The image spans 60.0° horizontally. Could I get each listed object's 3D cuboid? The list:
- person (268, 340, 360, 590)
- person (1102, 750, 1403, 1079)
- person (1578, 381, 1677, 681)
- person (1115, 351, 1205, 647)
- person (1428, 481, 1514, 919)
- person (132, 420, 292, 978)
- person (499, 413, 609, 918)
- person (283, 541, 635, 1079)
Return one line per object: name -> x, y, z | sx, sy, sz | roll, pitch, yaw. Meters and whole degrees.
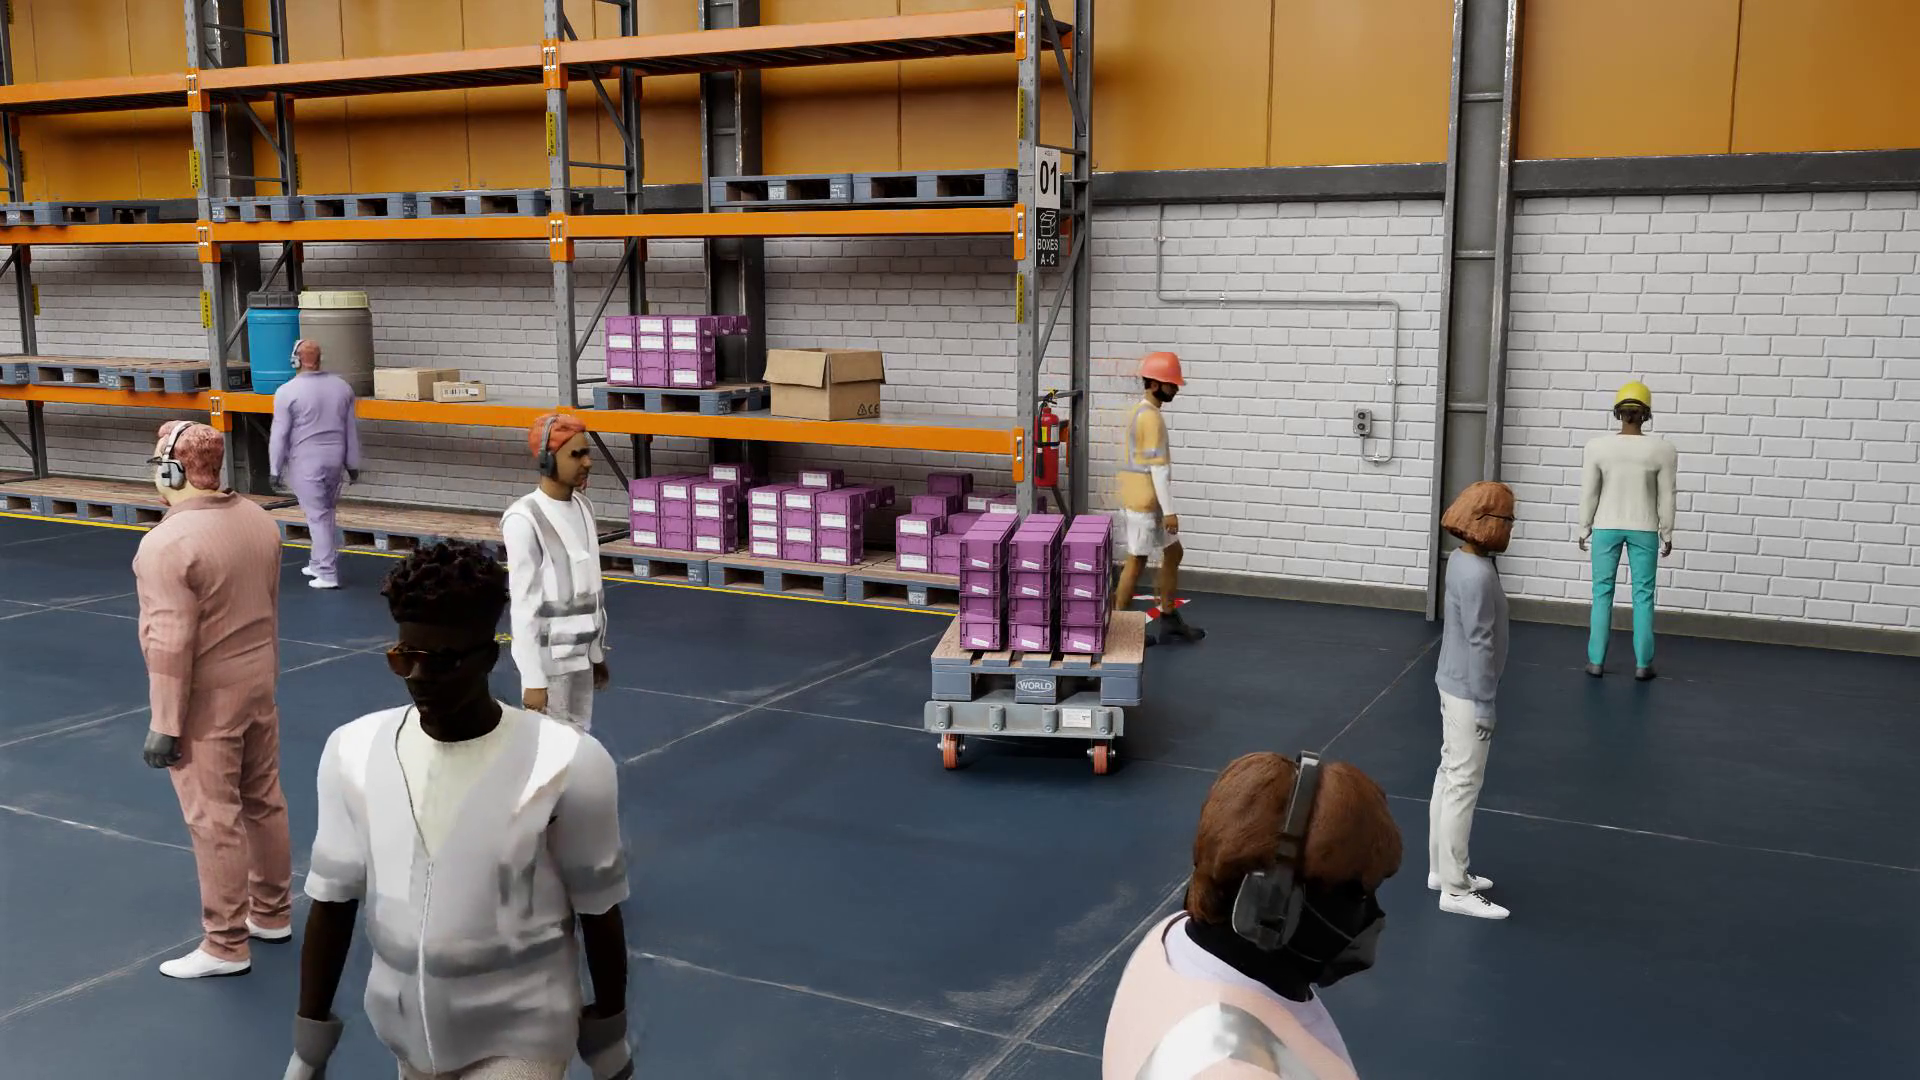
person -> -4.996, -0.577, 12.671 | 0.785, 1.881, 0.673 | 6, 11, 32
person -> 0.378, 1.162, 2.120 | 0.429, 1.837, 0.621 | 0, 9, 2
person -> 3.933, -0.053, 9.826 | 0.533, 1.765, 0.330 | 4, 10, 22
person -> 1.305, -0.244, 10.565 | 0.772, 1.900, 0.548 | 1, 9, 6
person -> 1.935, 0.589, 6.274 | 0.289, 1.632, 0.497 | 1, 9, 8
person -> -2.583, 0.543, 5.709 | 0.399, 1.909, 0.642 | 2, 9, 10
person -> -1.509, 0.461, 6.282 | 0.337, 1.883, 0.582 | 2, 9, 12
person -> -0.971, 0.941, 3.276 | 0.613, 1.915, 1.028 | 2, 9, 14
